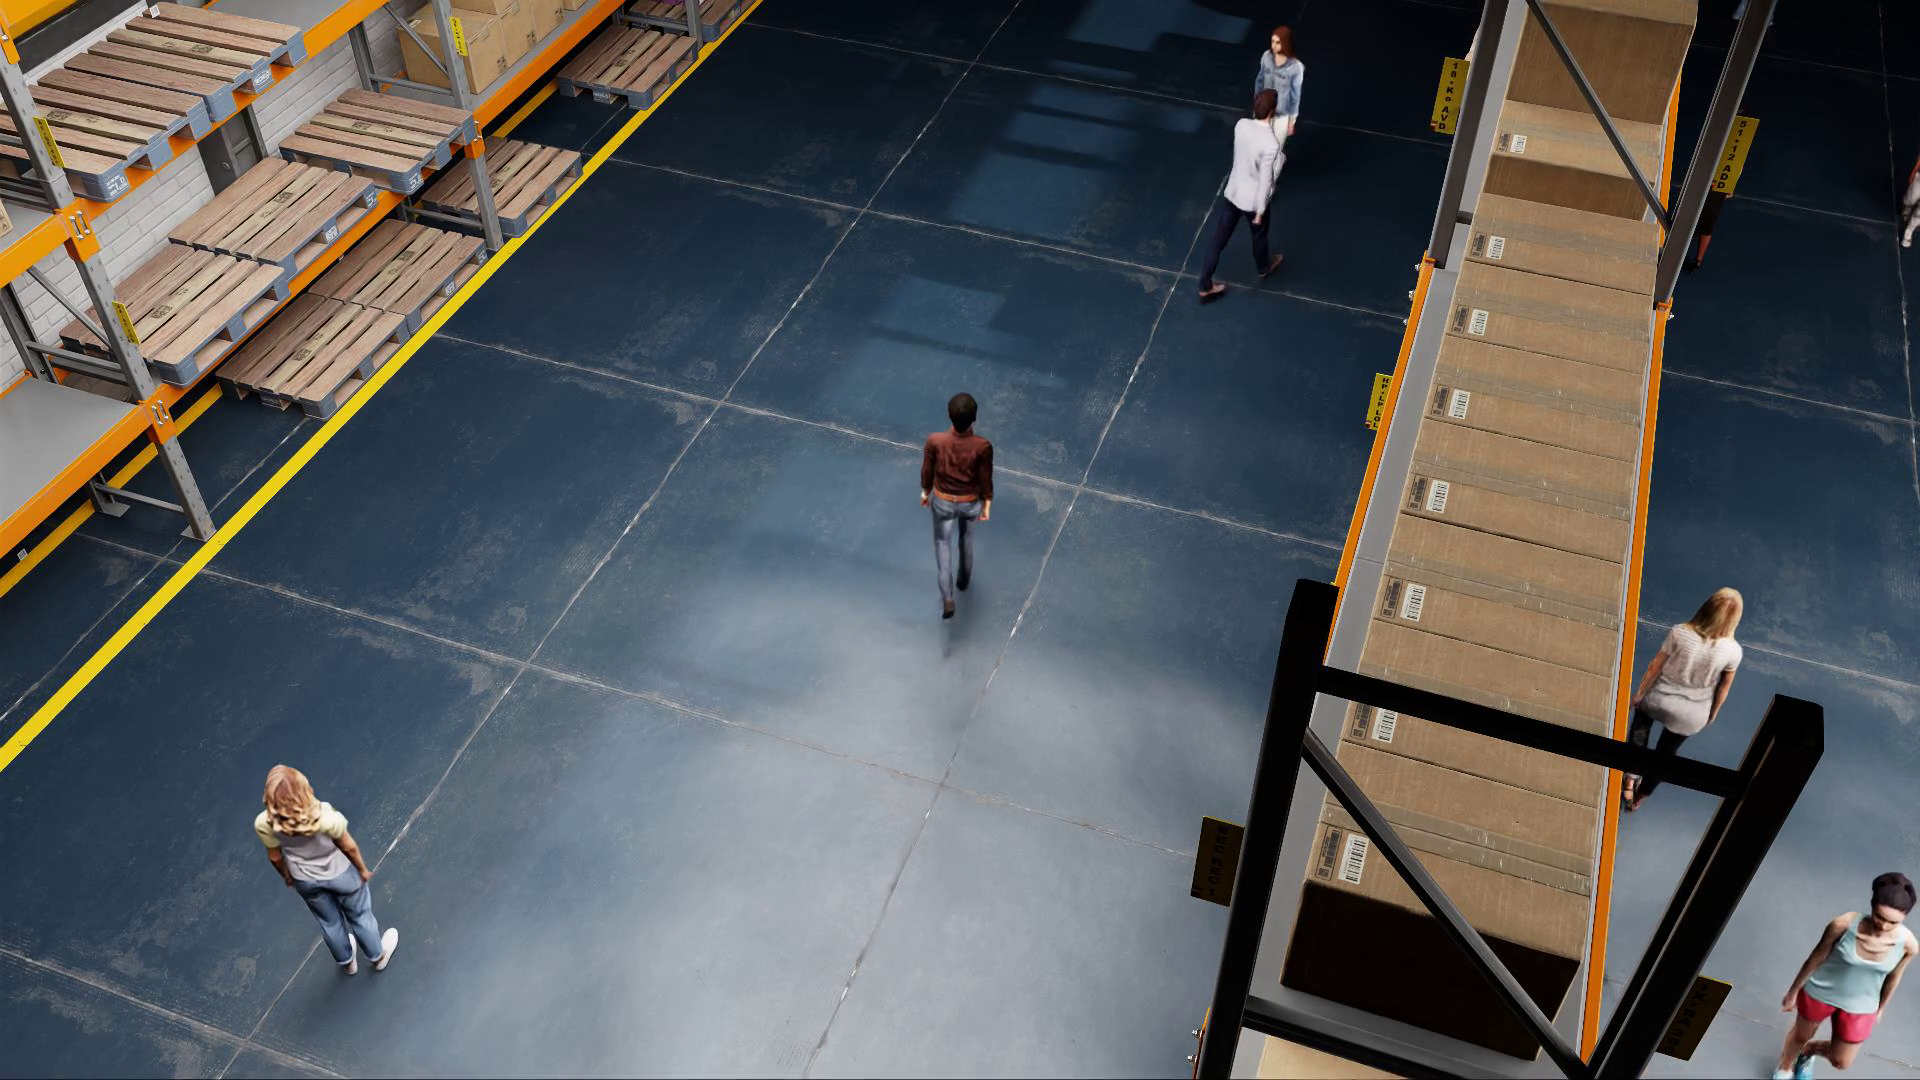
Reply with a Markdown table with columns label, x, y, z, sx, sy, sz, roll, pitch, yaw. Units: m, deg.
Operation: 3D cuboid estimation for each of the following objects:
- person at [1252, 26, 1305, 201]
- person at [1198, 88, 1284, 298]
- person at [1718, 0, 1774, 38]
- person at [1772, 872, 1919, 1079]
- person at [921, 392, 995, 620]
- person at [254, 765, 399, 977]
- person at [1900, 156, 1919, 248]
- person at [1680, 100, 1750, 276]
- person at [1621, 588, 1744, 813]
| label | x | y | z | sx | sy | sz | roll | pitch | yaw |
| --- | --- | --- | --- | --- | --- | --- | --- | --- | --- |
| person | 2.912 | -3.883 | 15.006 | 0.813 | 1.683 | 0.932 | 29 | 51 | 27 |
| person | 2.309 | -2.809 | 13.797 | 1.267 | 1.796 | 1.101 | -25 | 49 | -24 |
| person | 8.469 | -5.833 | 17.423 | 0.817 | 1.172 | 0.798 | -28 | 50 | -27 |
| person | 4.489 | 2.263 | 8.500 | 0.630 | 1.759 | 0.653 | 17 | 46 | 17 |
| person | -0.032 | -0.197 | 11.081 | 0.836 | 1.760 | 1.060 | 2 | 44 | 2 |
| person | -3.436 | 1.805 | 9.007 | 0.708 | 1.723 | 0.700 | -5 | 44 | -5 |
| person | 8.555 | -3.249 | 14.621 | 0.548 | 1.298 | 0.782 | 19 | 47 | 19 |
| person | 6.331 | -2.979 | 14.079 | 0.633 | 1.653 | 0.608 | 4 | 44 | 4 |
| person | 4.187 | 1.027 | 9.757 | 0.644 | 1.815 | 0.629 | 17 | 46 | 17 |
